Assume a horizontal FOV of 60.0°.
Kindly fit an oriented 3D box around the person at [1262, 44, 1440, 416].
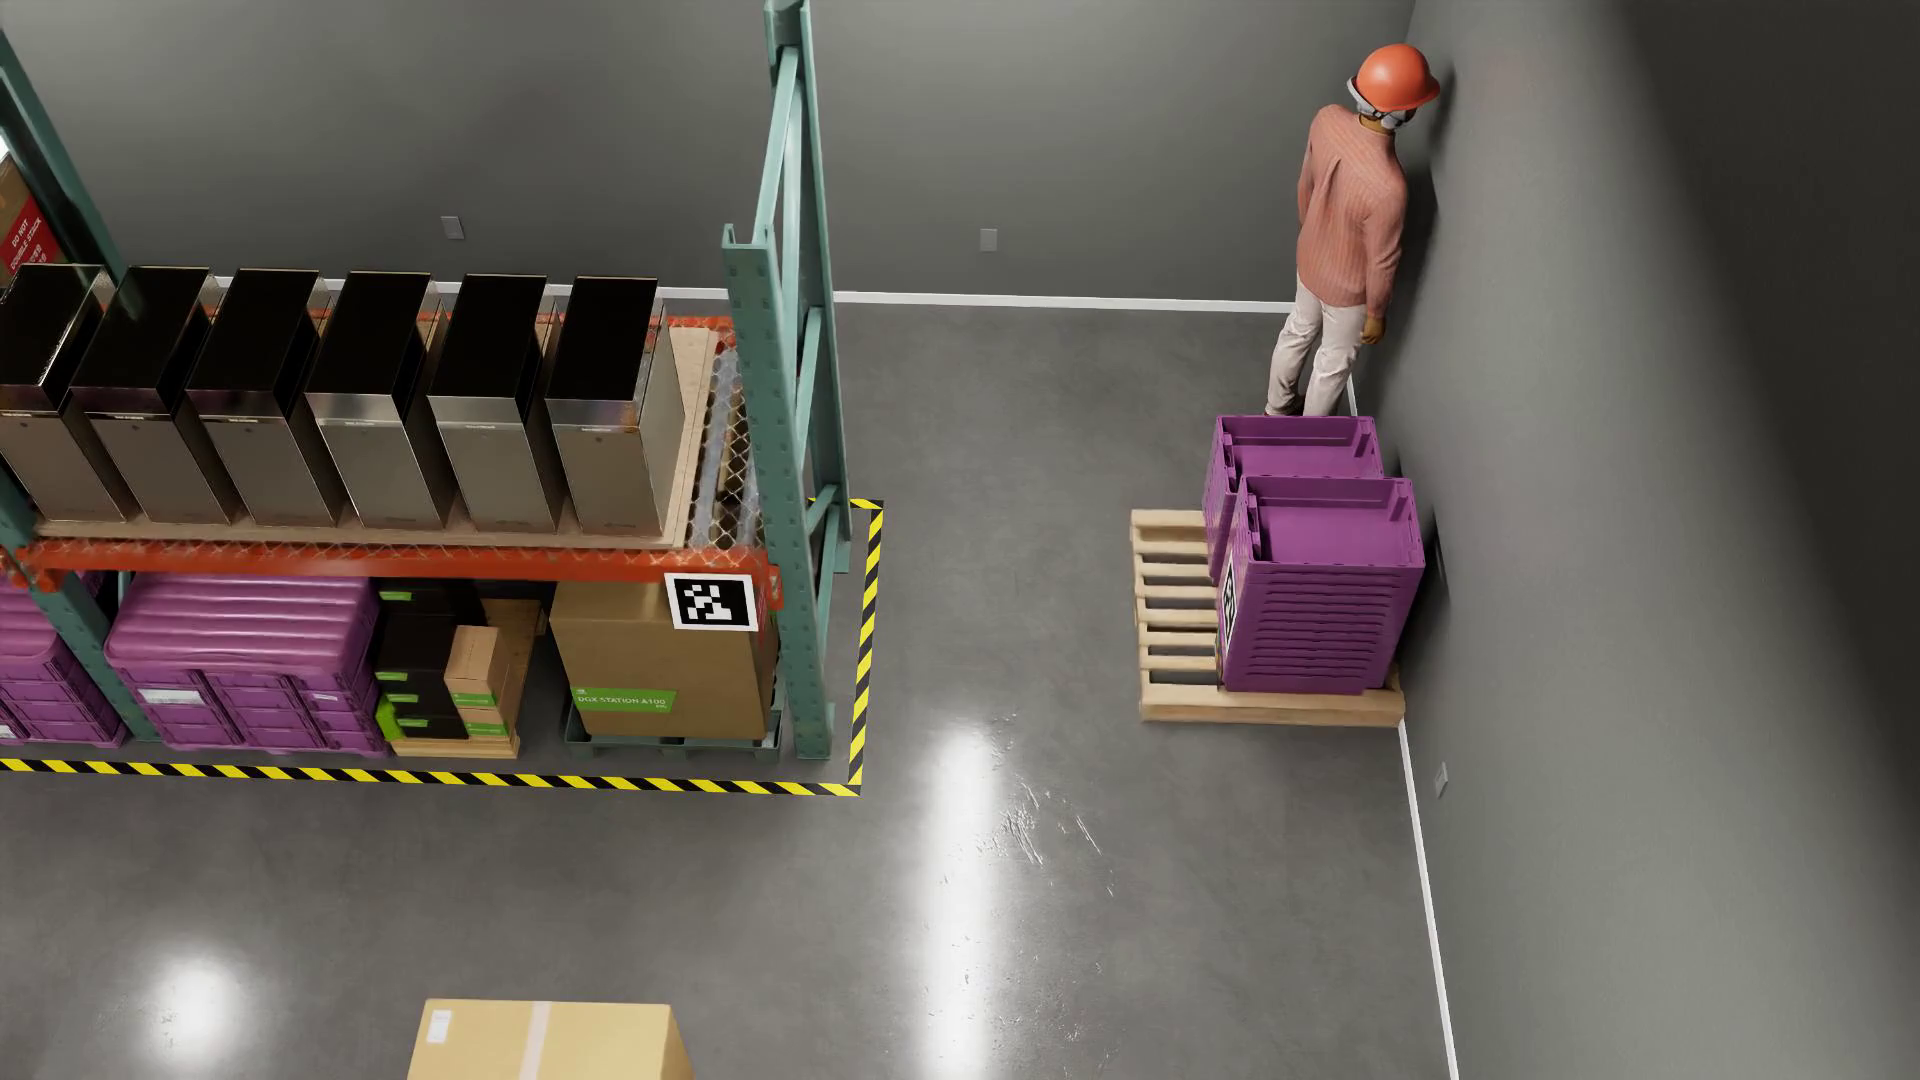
[{"bbox_3d":[1.506,-1.062,6.492,0.378,1.996,0.610,-17,54,-13],"label":"person"}]
